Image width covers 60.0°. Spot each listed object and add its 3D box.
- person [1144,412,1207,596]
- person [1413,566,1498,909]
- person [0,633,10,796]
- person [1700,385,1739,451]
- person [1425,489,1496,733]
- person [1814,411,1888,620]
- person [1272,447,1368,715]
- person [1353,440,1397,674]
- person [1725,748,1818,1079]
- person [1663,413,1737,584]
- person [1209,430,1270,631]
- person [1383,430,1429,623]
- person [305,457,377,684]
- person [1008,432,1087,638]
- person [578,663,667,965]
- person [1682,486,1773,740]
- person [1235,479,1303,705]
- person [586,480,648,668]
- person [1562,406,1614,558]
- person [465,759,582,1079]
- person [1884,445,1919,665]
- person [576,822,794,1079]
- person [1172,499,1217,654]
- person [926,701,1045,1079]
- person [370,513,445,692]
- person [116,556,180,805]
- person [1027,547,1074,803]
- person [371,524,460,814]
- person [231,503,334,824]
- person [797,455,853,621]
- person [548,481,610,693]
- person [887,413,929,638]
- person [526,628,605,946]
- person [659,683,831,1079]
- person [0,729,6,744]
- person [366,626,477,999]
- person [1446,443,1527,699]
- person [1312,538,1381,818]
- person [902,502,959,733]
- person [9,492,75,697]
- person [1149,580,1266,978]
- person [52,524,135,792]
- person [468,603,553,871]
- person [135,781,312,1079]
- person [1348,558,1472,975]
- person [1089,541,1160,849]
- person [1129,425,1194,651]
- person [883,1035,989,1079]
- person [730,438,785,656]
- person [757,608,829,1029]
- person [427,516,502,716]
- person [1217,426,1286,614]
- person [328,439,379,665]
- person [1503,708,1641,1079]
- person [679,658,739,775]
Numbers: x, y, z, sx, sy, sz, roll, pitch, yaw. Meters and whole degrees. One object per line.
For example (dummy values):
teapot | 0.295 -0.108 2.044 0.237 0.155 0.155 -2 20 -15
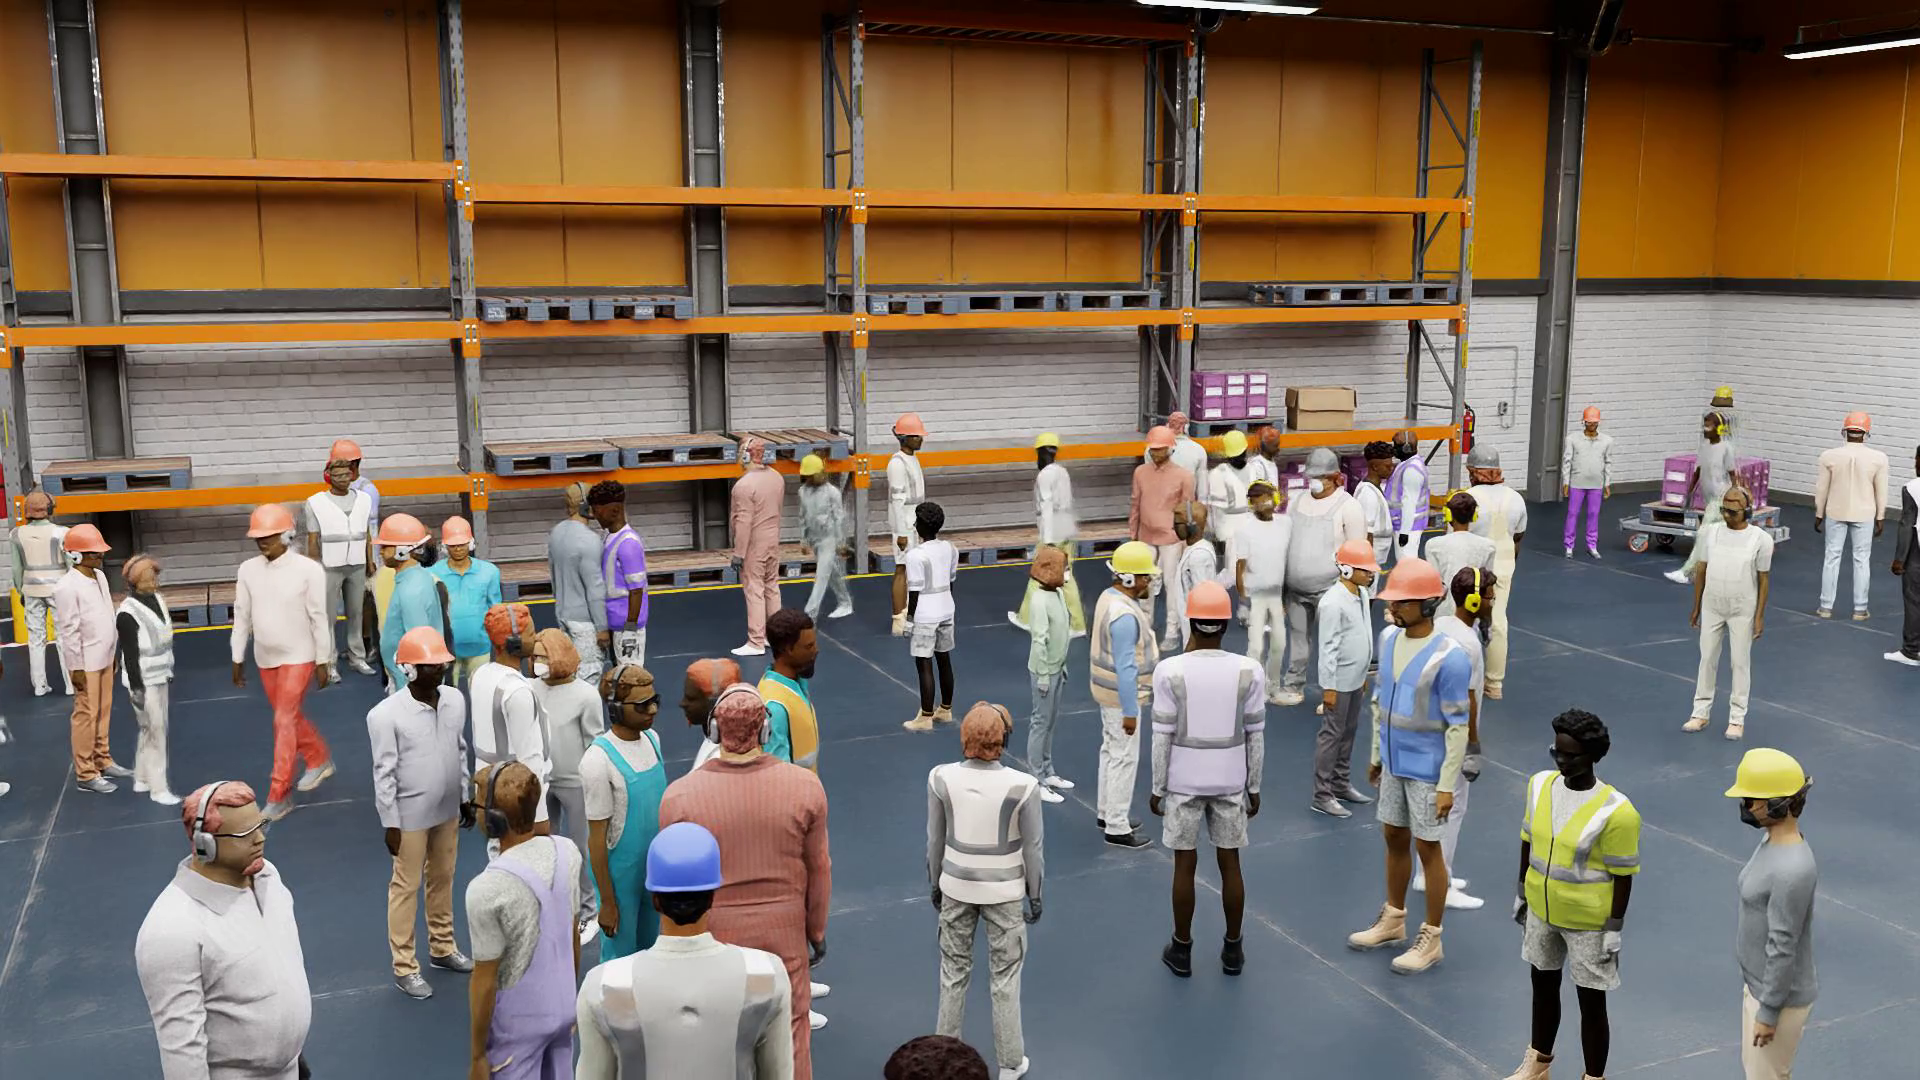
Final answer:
person | 2.176 -0.354 16.889 0.652 1.894 0.401 1 10 6
person | 2.656 1.052 8.905 0.330 1.856 0.517 -1 10 -6
person | -6.381 0.739 10.503 0.587 1.920 0.392 -4 11 -21
person | 10.064 -1.177 22.049 0.301 1.743 0.493 -8 13 -40
person | 3.467 0.580 11.593 0.510 1.861 0.314 0 10 1
person | 8.499 -0.232 15.888 0.611 1.992 0.379 5 11 28
person | 2.701 0.304 12.661 0.684 2.000 0.538 9 14 43
person | 3.420 0.136 13.884 0.370 1.958 0.598 3 10 15
person | 2.888 1.609 5.984 0.342 1.753 0.532 4 10 20
person | 7.951 -0.437 17.601 1.022 1.822 0.543 -2 10 -12
person | 2.504 -0.085 15.337 0.585 1.896 0.598 -8 13 -40
person | 4.213 -0.130 15.780 0.431 1.836 0.619 2 10 9
person | -5.069 0.229 13.651 0.393 1.846 0.564 8 13 40
person | 0.803 -0.041 15.179 0.851 1.855 0.649 6 12 32
person | -1.350 1.407 6.868 0.344 1.846 0.506 3 10 17
person | 5.544 0.520 12.000 0.506 1.839 0.343 9 13 42
person | 2.326 0.427 12.571 0.639 1.829 0.454 -5 11 -25
person | -2.352 0.550 11.473 0.392 1.957 0.614 -4 11 -23
person | 7.186 -0.664 19.063 0.561 1.752 0.324 1 10 5
person | -1.461 1.632 5.609 0.336 1.839 0.503 5 11 26
person | 8.220 0.115 14.143 0.585 1.910 0.392 -4 11 -20
person | -0.763 1.745 4.684 0.619 1.932 0.420 -3 10 -17
person | 1.585 0.633 11.335 0.348 1.844 0.505 2 10 9
person | 0.103 1.490 7.010 0.517 1.631 0.313 3 10 19
person | -3.212 0.830 9.762 0.379 1.996 0.611 -3 10 -14
person | -5.164 0.884 10.578 0.362 1.615 0.626 -1 10 -4
person | 0.582 0.849 10.691 0.286 1.635 0.497 3 10 17
person | -3.369 0.813 10.352 0.698 1.834 0.431 7 12 34
person | -4.286 0.730 10.538 0.624 1.962 0.941 3 10 15
person | -1.289 0.003 15.547 0.496 1.637 1.055 7 12 35
person | -2.605 0.557 11.499 0.370 1.941 0.627 -8 13 -38
person | -0.458 -0.138 15.200 0.373 2.042 0.614 2 10 11
person | -2.028 1.242 8.429 0.507 1.632 0.267 4 11 21
person | -0.804 1.478 6.283 0.637 1.911 0.403 -2 10 -12
person | -7.233 0.605 11.584 1.004 1.821 0.502 0 10 1
person | -2.529 1.269 7.915 0.327 1.755 0.561 5 11 29
person | 4.012 0.249 12.979 0.680 2.000 0.537 -4 11 -21
person | 2.426 0.848 10.383 0.348 1.743 0.566 7 12 35
person | -0.223 0.562 12.170 0.318 1.697 0.535 7 12 35
person | -7.169 0.431 13.085 0.511 1.640 0.307 0 10 -3
person | 1.188 1.154 8.068 0.552 1.932 0.377 0 10 -2
person | -5.659 0.758 10.868 0.330 1.750 0.572 -1 10 -5
person | -2.087 1.223 7.819 0.355 1.883 0.573 -8 12 -38
person | -2.218 1.671 5.169 0.410 1.909 0.643 1 10 4
person | 2.193 1.093 8.110 0.397 2.043 0.609 -4 11 -24
person | 0.972 0.906 9.828 0.404 1.824 0.608 -1 10 -3
person | 1.755 -0.019 14.656 0.622 1.992 0.396 7 12 34
person | 0.005 1.954 3.511 0.373 1.916 0.596 1 10 5
person | -1.793 0.056 14.486 0.406 1.906 0.637 5 11 25
person | -0.797 1.248 7.577 0.377 1.917 0.599 0 10 -2
person | -3.344 0.704 11.181 0.562 1.752 0.327 -4 11 -22
person | 2.814 -0.199 16.150 0.894 1.837 0.597 5 11 27
person | -5.158 0.101 14.159 0.546 1.928 0.385 9 13 41
person | 2.462 1.506 6.724 0.316 1.697 0.540 -6 12 -31
person | -0.985 1.399 6.814 0.355 1.881 0.574 -1 10 -7
